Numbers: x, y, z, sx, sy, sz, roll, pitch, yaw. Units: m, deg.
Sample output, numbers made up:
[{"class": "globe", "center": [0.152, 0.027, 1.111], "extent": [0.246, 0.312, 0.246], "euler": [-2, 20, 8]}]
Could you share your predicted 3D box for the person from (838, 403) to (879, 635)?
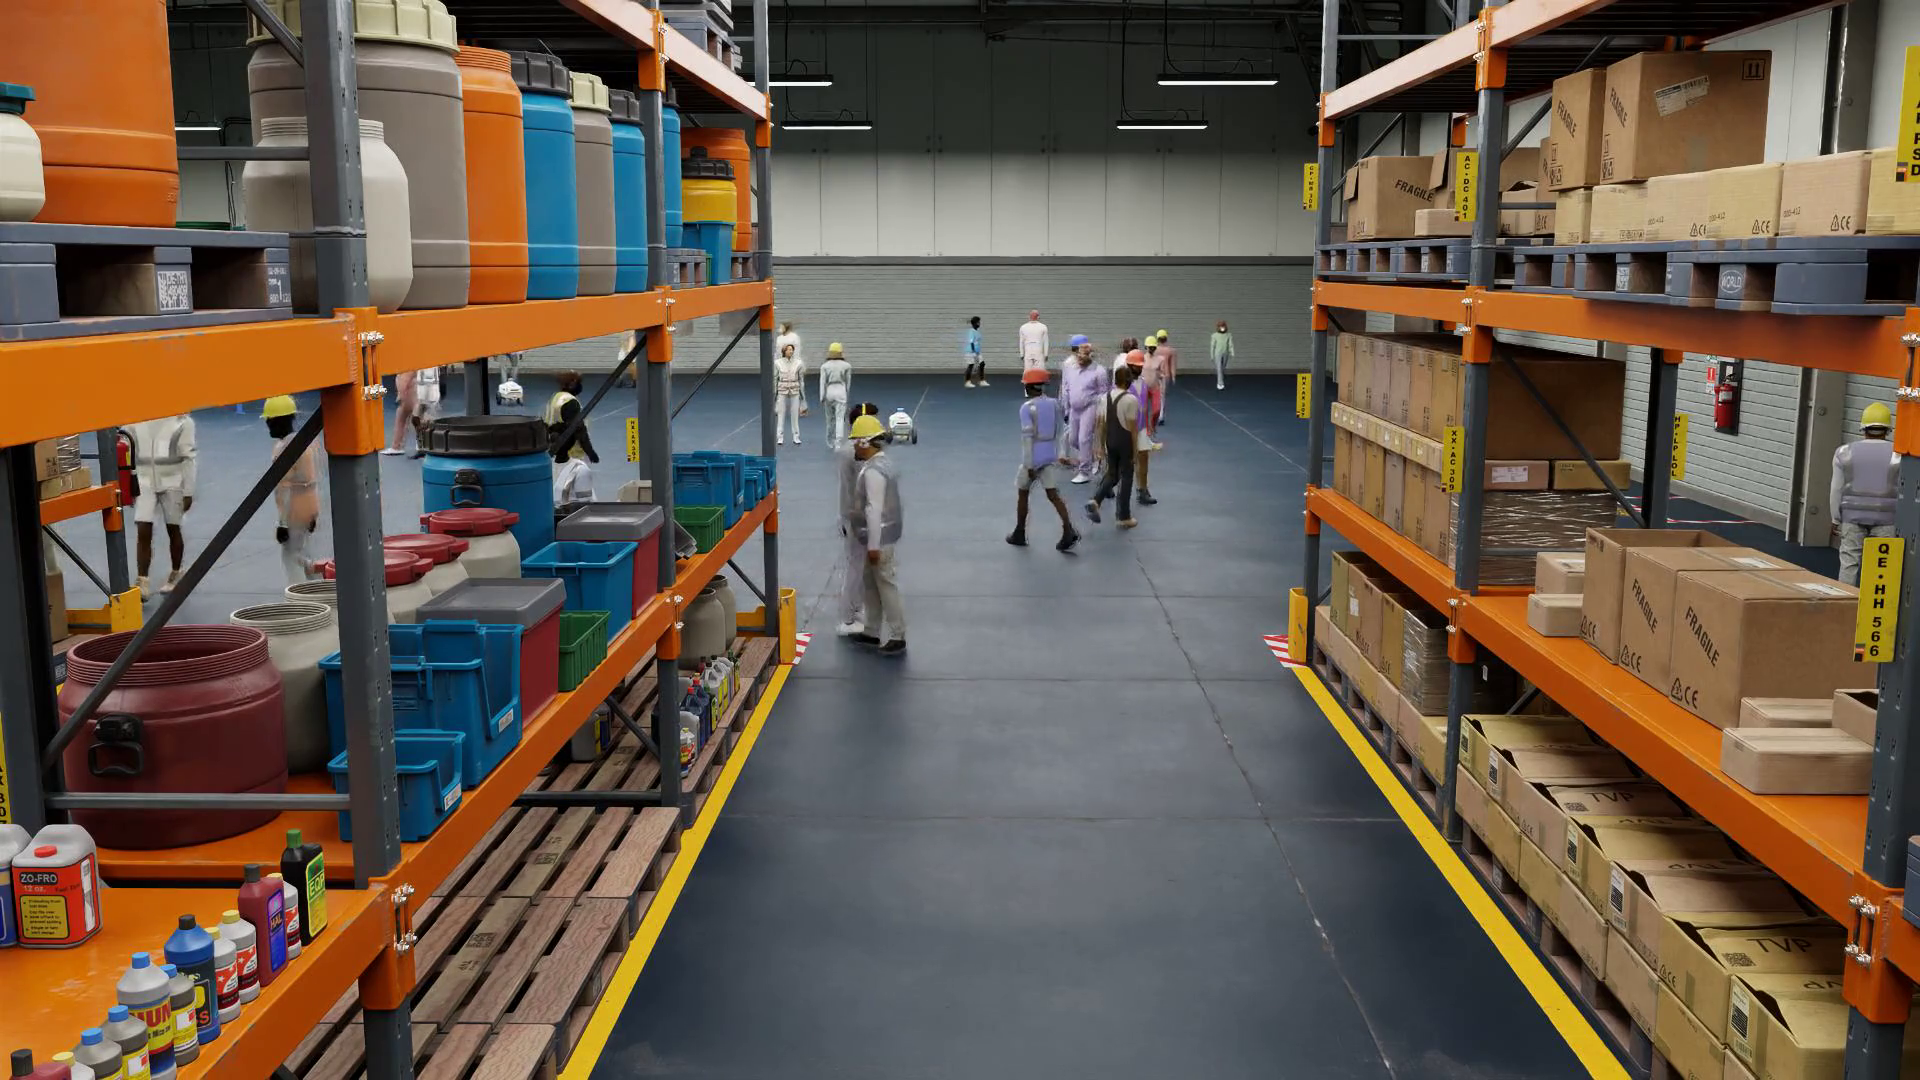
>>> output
[{"class": "person", "center": [-0.763, -0.160, 13.173], "extent": [0.466, 1.850, 0.498], "euler": [-1, 10, -4]}]

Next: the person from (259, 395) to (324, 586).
[{"class": "person", "center": [-5.333, -0.221, 13.382], "extent": [0.492, 1.911, 0.587], "euler": [-1, 10, -8]}]

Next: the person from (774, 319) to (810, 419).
[{"class": "person", "center": [-3.279, -3.259, 31.646], "extent": [1.033, 1.890, 0.651], "euler": [-7, 12, -34]}]

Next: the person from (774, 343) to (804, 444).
[{"class": "person", "center": [-2.801, -2.389, 27.134], "extent": [0.522, 1.645, 0.306], "euler": [-3, 10, -15]}]

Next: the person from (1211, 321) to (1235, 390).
[{"class": "person", "center": [6.093, -4.279, 38.618], "extent": [0.516, 1.586, 0.849], "euler": [-2, 10, -10]}]

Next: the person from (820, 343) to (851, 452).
[{"class": "person", "center": [-1.963, -2.252, 26.201], "extent": [0.496, 1.698, 0.909], "euler": [0, 9, -2]}]

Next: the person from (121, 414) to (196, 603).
[{"class": "person", "center": [-6.979, -0.444, 14.448], "extent": [0.631, 1.991, 1.000], "euler": [-2, 10, -10]}]

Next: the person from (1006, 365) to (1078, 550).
[{"class": "person", "center": [0.856, -0.854, 17.208], "extent": [0.543, 1.903, 0.949], "euler": [-7, 12, -38]}]

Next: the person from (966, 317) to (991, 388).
[{"class": "person", "center": [0.442, -4.426, 39.250], "extent": [0.693, 1.670, 0.548], "euler": [4, 10, 22]}]

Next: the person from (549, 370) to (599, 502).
[{"class": "person", "center": [-4.315, -0.970, 18.250], "extent": [1.004, 1.793, 0.626], "euler": [-3, 10, -19]}]

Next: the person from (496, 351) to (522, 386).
[{"class": "person", "center": [-10.253, -4.292, 37.803], "extent": [0.617, 1.879, 0.896], "euler": [-1, 10, -5]}]

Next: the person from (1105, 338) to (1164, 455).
[{"class": "person", "center": [2.640, -2.185, 25.460], "extent": [0.941, 1.791, 0.657], "euler": [-2, 10, -12]}]

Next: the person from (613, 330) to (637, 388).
[{"class": "person", "center": [-7.873, -4.517, 39.146], "extent": [0.574, 1.887, 0.797], "euler": [6, 11, 34]}]

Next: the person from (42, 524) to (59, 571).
[{"class": "person", "center": [-7.917, -0.295, 14.100], "extent": [0.502, 1.815, 0.957], "euler": [-2, 10, -11]}]

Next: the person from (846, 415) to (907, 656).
[{"class": "person", "center": [-0.653, -0.034, 12.572], "extent": [0.531, 1.808, 0.613], "euler": [0, 9, 2]}]

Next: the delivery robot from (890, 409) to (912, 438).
[{"class": "delivery robot", "center": [-0.979, -1.931, 27.498], "extent": [0.477, 0.478, 0.707], "euler": [-1, 10, -5]}]

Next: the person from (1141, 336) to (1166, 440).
[{"class": "person", "center": [3.141, -2.502, 27.517], "extent": [0.525, 1.755, 0.389], "euler": [0, 9, -2]}]

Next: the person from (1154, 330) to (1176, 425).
[{"class": "person", "center": [3.686, -2.988, 30.478], "extent": [0.532, 1.728, 0.883], "euler": [-1, 10, -5]}]

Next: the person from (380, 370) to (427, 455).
[{"class": "person", "center": [-8.384, -2.228, 25.551], "extent": [0.997, 1.858, 0.627], "euler": [-3, 10, -18]}]

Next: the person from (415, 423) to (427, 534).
[{"class": "person", "center": [-4.512, -0.210, 14.231], "extent": [0.870, 1.581, 0.517], "euler": [-1, 10, -8]}]

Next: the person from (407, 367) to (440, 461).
[{"class": "person", "center": [-7.985, -2.100, 24.575], "extent": [0.632, 1.916, 0.561], "euler": [-5, 10, -25]}]

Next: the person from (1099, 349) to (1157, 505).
[{"class": "person", "center": [2.078, -1.419, 20.580], "extent": [0.562, 1.903, 0.938], "euler": [-7, 12, -35]}]

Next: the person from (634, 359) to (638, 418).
[{"class": "person", "center": [-4.690, -2.151, 25.196], "extent": [0.557, 1.822, 0.483], "euler": [3, 10, 19]}]

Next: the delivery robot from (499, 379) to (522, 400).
[{"class": "delivery robot", "center": [-9.350, -3.116, 34.601], "extent": [0.477, 0.478, 0.707], "euler": [-5, 11, -28]}]

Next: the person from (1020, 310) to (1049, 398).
[{"class": "person", "center": [1.633, -4.064, 36.385], "extent": [0.637, 1.911, 0.403], "euler": [2, 10, 14]}]

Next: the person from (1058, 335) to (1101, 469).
[{"class": "person", "center": [1.750, -1.973, 23.839], "extent": [0.823, 1.916, 0.619], "euler": [3, 10, 18]}]

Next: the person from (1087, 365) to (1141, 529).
[{"class": "person", "center": [1.735, -1.029, 18.470], "extent": [0.596, 1.824, 0.508], "euler": [-9, 13, -42]}]

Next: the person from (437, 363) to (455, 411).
[{"class": "person", "center": [-10.550, -3.616, 33.671], "extent": [0.624, 1.938, 0.934], "euler": [-3, 10, -18]}]

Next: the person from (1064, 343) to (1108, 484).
[{"class": "person", "center": [1.718, -1.729, 22.464], "extent": [0.652, 1.886, 0.667], "euler": [9, 13, 44]}]

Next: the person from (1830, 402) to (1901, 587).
[{"class": "person", "center": [7.317, -0.186, 13.369], "extent": [0.590, 1.837, 0.404], "euler": [6, 11, 33]}]

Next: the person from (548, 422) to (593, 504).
[{"class": "person", "center": [-3.145, -0.092, 13.215], "extent": [0.535, 1.700, 0.318], "euler": [5, 11, 27]}]
